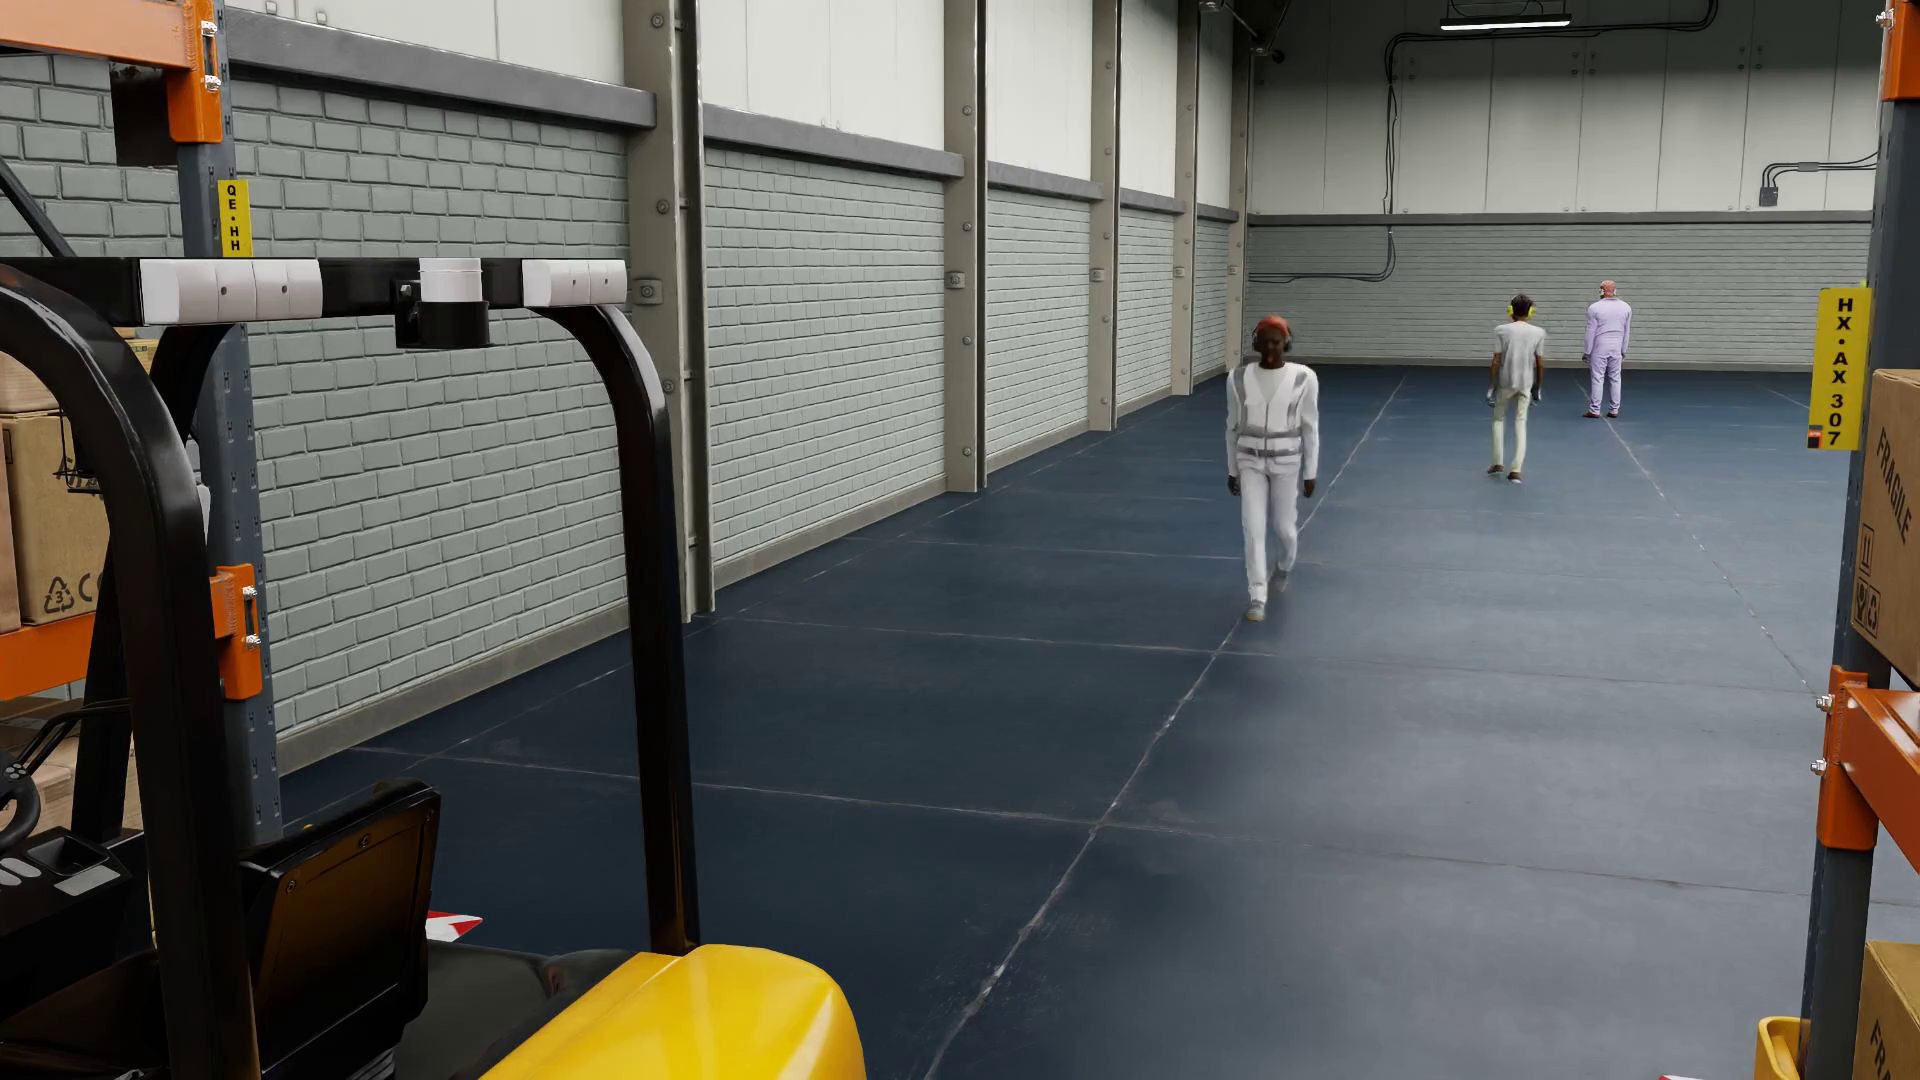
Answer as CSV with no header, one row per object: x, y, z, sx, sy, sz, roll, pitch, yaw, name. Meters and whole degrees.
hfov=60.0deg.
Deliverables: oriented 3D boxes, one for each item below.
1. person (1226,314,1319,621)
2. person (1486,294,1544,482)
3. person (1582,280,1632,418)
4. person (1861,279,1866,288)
1.932,-0.466,10.290,0.573,1.860,0.784,3,10,18,person
5.491,-1.516,16.532,0.573,1.841,0.720,1,10,5,person
8.925,-2.630,23.023,0.638,1.903,0.409,-2,10,-9,person
15.409,-3.500,28.256,0.616,1.877,0.504,1,10,3,person
